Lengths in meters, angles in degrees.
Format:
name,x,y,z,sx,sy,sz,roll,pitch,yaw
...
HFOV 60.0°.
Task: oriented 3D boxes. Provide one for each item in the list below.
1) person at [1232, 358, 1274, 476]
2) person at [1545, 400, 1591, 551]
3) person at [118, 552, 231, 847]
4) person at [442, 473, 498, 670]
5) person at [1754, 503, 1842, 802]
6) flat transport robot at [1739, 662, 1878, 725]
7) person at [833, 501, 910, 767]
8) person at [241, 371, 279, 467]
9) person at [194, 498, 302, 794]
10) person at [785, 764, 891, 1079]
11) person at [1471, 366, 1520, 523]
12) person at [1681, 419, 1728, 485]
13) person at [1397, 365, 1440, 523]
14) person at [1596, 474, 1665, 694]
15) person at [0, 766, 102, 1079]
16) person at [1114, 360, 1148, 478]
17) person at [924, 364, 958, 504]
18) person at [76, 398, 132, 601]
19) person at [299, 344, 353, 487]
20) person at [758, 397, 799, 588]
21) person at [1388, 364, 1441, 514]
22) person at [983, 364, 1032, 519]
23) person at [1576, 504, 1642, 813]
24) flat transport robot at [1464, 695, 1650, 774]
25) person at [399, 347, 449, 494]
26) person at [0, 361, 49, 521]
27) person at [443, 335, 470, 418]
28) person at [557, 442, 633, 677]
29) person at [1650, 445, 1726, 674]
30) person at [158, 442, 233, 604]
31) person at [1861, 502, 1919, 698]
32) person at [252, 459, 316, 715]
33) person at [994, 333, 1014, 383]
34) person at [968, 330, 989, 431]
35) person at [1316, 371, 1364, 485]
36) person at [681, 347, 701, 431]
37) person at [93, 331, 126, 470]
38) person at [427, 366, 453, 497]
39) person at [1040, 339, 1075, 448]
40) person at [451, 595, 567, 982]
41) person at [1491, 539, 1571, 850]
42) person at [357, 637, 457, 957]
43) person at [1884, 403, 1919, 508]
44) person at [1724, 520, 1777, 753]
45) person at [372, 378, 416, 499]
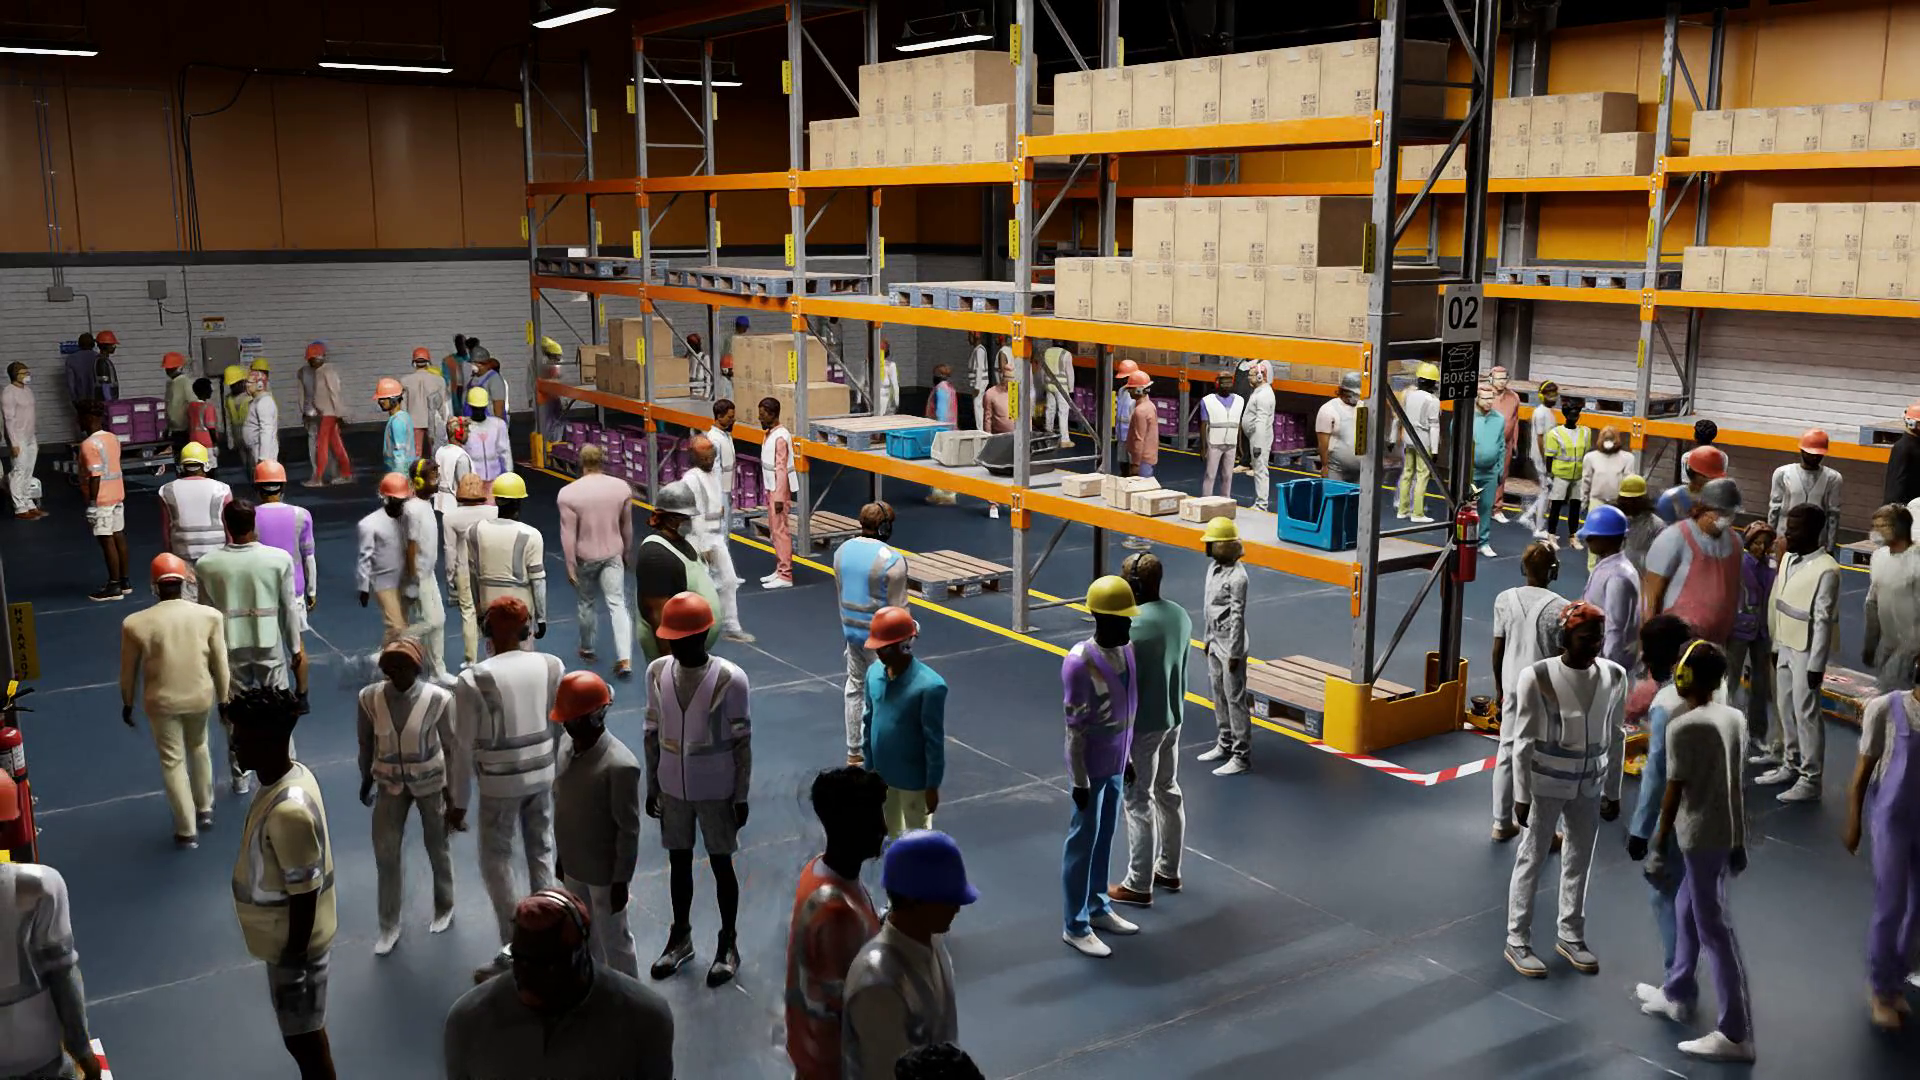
name,x,y,z,sx,sy,sz,roll,pitch,yaw
person,4.126,-1.938,23.768,0.536,2.000,0.684,-7,13,-32
person,6.712,-0.710,18.398,0.538,1.686,0.319,-2,11,-9
person,-4.684,0.930,9.909,0.572,1.724,0.674,-9,14,-39
person,-3.940,0.265,13.540,0.501,1.633,0.281,-6,12,-27
person,5.366,0.705,10.577,0.382,1.912,0.588,1,11,3
flat transport robot,6.636,1.156,12.478,0.652,0.197,1.431,-4,12,-19
person,-0.557,0.653,11.051,0.630,1.836,0.429,10,15,42
person,-8.152,-1.021,19.411,0.407,1.913,0.641,-5,12,-24
person,-4.547,0.688,10.672,0.592,1.911,0.386,-3,11,-15
person,-0.447,1.682,5.582,1.000,1.925,0.607,0,11,0
person,6.437,-1.138,20.021,0.651,1.906,0.401,-2,11,-10
person,7.351,-0.354,16.546,0.540,1.696,0.315,-4,12,-18
person,5.593,-1.164,20.152,0.398,1.915,0.584,-6,12,-27
person,5.176,0.342,12.900,0.484,1.732,0.360,7,13,31
person,-3.196,1.689,5.575,0.670,1.907,0.599,-5,12,-24
person,2.090,-1.275,20.653,0.363,1.933,0.543,-7,13,-32
person,-0.242,-1.344,21.371,0.449,1.802,0.709,3,11,14
person,-8.283,-0.395,16.065,0.370,1.966,0.608,-1,11,-5
person,-8.790,-1.704,22.785,0.882,1.949,0.624,-8,13,-34
person,-1.829,-0.480,16.662,0.409,1.909,0.593,-3,12,-16
person,5.720,-1.248,20.681,0.641,1.861,0.918,-5,12,-26
person,0.598,-1.210,20.411,0.642,1.901,0.401,-3,12,-16
person,4.004,0.735,10.361,0.416,1.938,0.613,3,11,13
flat transport robot,4.329,1.313,11.674,0.652,0.197,1.431,-7,13,-33
person,-7.027,-1.533,21.852,0.618,1.986,0.408,-3,12,-16
person,-11.445,-1.210,20.308,0.379,1.940,0.629,-1,11,-6
person,-7.611,-2.198,25.543,0.621,1.868,0.972,-5,12,-22
person,-2.925,0.153,13.483,0.642,1.892,1.024,-6,12,-27
person,5.686,0.220,12.927,0.640,1.977,1.042,-1,11,-4
person,-6.379,0.086,13.983,0.586,1.824,0.404,-3,12,-16
person,5.993,0.709,10.587,0.521,1.900,0.649,0,11,2
person,-5.051,0.364,12.304,0.548,1.924,0.387,-8,13,-34
person,0.750,-2.572,27.551,0.386,1.838,0.566,2,11,8
person,0.281,-2.542,27.292,0.371,1.878,0.588,-1,11,-3
person,4.245,-0.846,18.181,0.680,2.000,0.536,-5,12,-24
person,-4.589,-2.698,28.803,0.510,1.597,0.832,-5,12,-26
person,-12.402,-2.032,24.272,0.404,2.035,0.609,-5,12,-26
person,-6.877,-1.427,21.947,0.337,1.735,0.502,4,12,18
person,1.585,-2.403,26.680,0.620,1.838,0.430,9,14,38
person,-2.183,1.199,8.150,0.633,1.871,0.416,-10,15,-43
person,3.351,0.905,9.720,0.508,1.847,0.345,11,15,44
person,-2.788,1.281,8.390,0.576,1.605,0.710,0,11,0
person,8.833,-0.297,15.517,0.394,1.985,0.611,8,14,35
person,5.454,0.667,11.494,0.531,1.631,0.314,0,11,-2
person,-5.841,-0.661,17.262,0.405,2.035,0.606,-3,11,-15
